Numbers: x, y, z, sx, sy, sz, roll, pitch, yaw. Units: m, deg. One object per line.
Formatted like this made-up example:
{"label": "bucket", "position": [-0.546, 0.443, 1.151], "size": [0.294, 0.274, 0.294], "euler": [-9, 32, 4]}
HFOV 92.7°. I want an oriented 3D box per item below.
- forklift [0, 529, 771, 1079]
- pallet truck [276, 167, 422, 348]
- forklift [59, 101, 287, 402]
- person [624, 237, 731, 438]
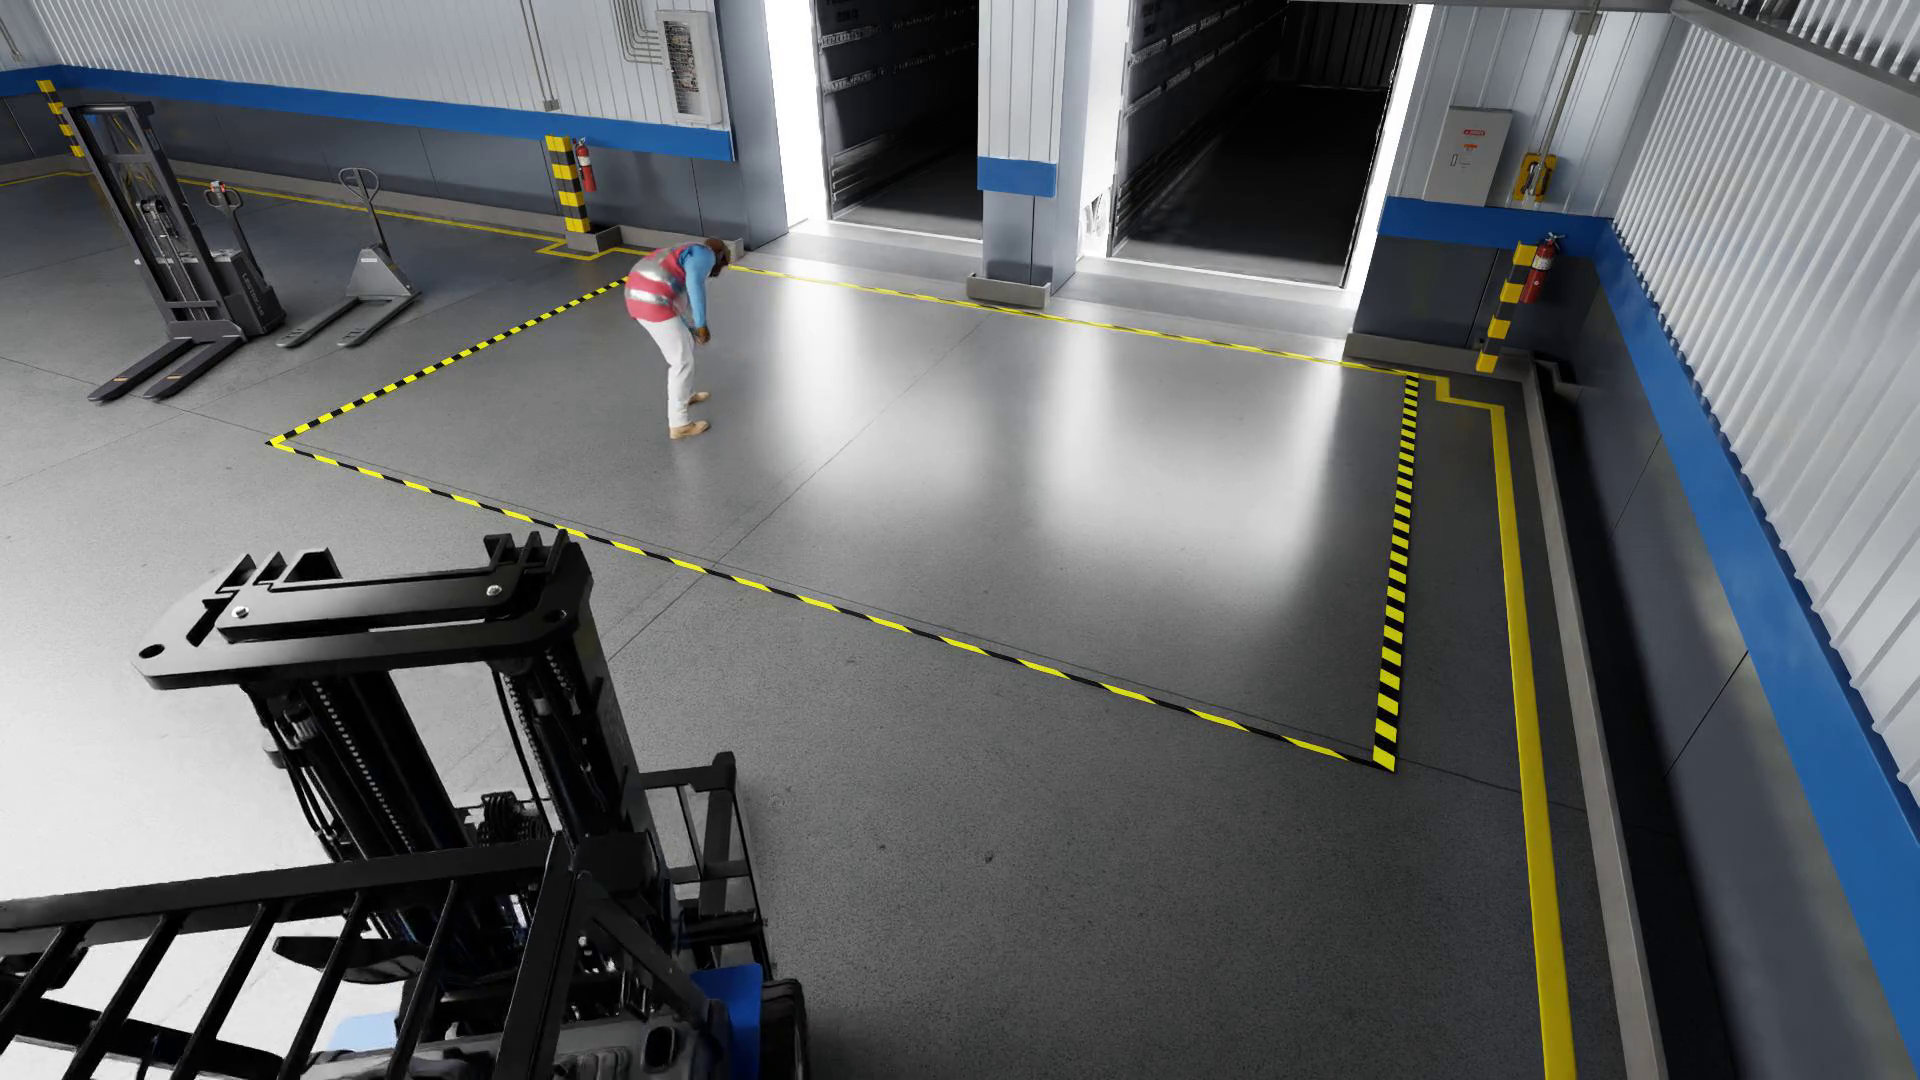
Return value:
{"label": "forklift", "position": [-1.008, 1.499, 1.566], "size": [1.157, 2.036, 2.680], "euler": [-5, 35, -7]}
{"label": "pallet truck", "position": [-5.732, -2.611, 8.414], "size": [0.680, 1.201, 1.601], "euler": [-1, 35, -1]}
{"label": "forklift", "position": [-6.686, -2.387, 7.434], "size": [0.823, 1.965, 1.885], "euler": [-3, 35, -5]}
{"label": "person", "position": [-2.012, -1.580, 6.907], "size": [0.889, 1.315, 0.878], "euler": [-20, 40, -26]}
